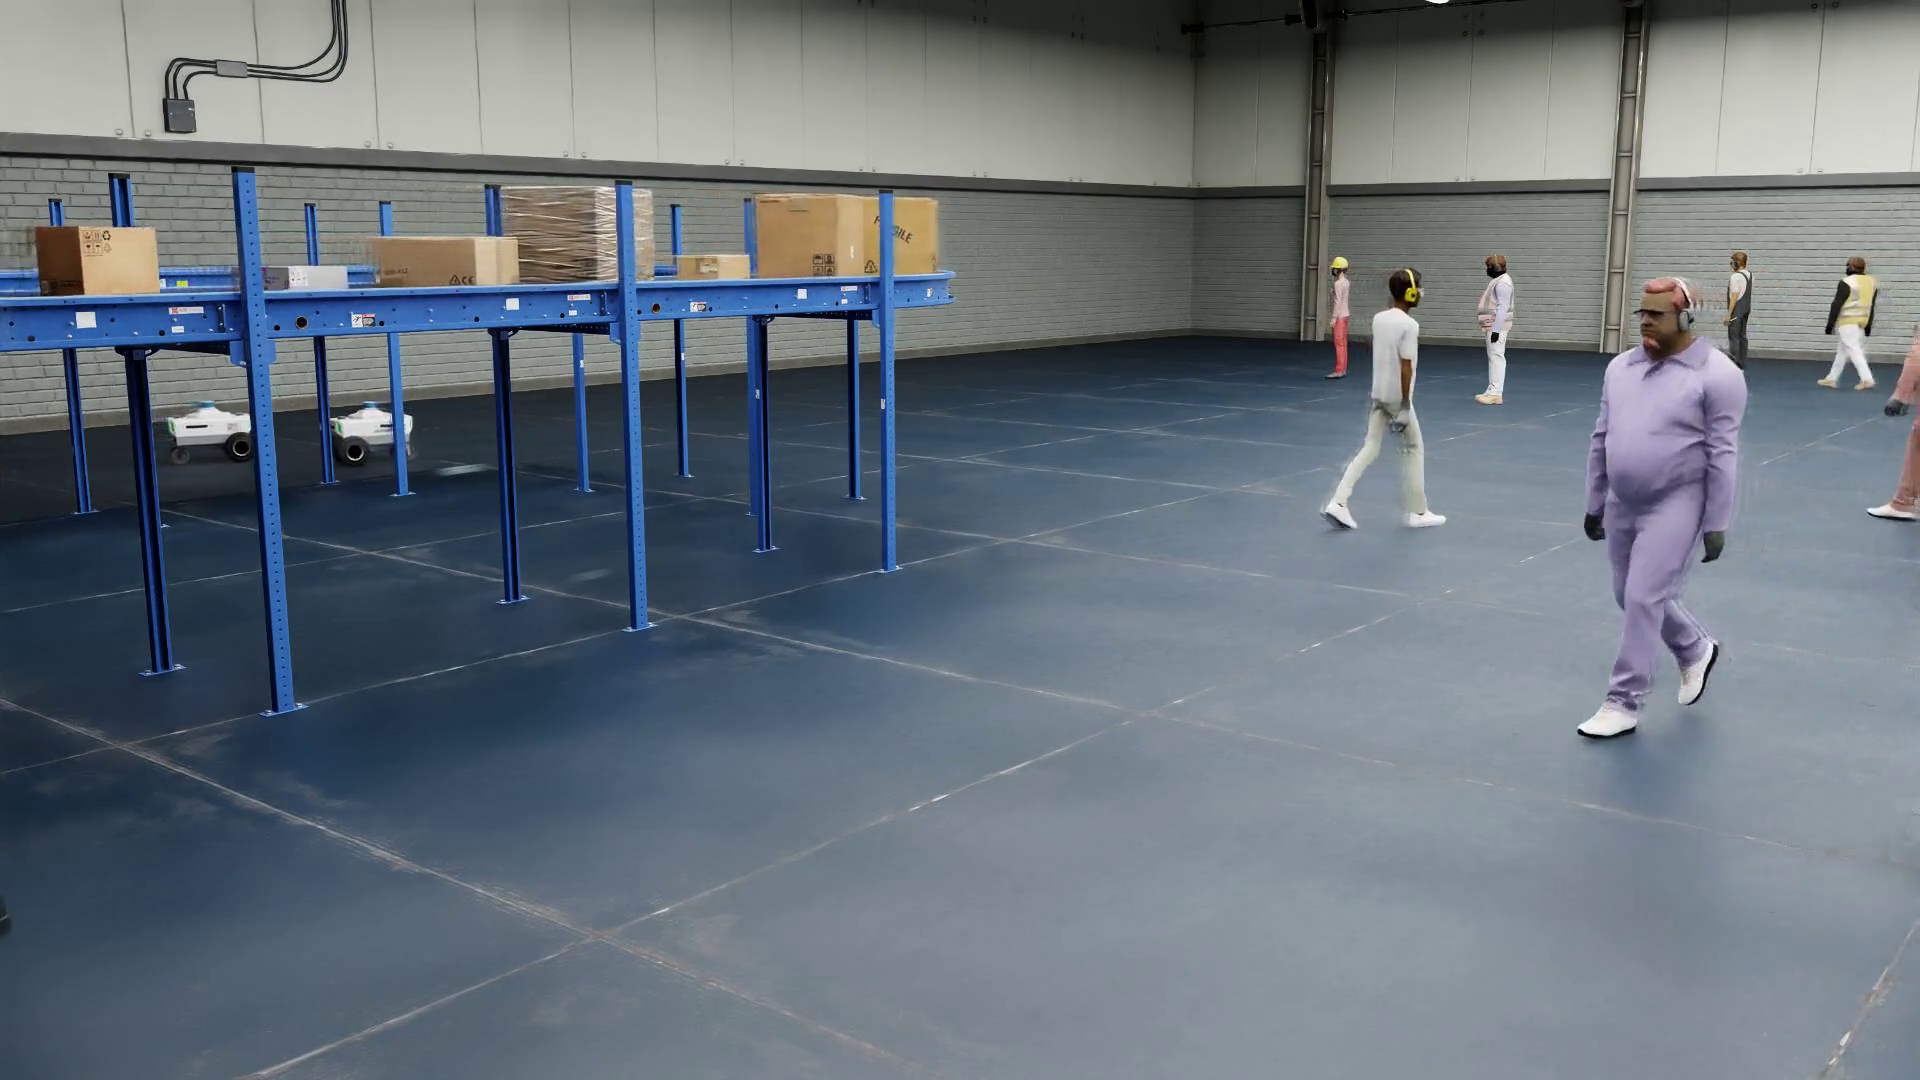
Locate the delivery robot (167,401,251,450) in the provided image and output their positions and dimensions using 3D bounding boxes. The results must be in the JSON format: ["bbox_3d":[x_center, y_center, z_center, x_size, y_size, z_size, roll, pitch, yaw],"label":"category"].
[{"bbox_3d":[-6.912,-1.038,15.325,0.707,0.478,0.477,-5,12,-28],"label":"delivery robot"}]

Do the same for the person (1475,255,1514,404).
[{"bbox_3d":[6.651,-2.623,20.705,0.429,1.838,0.621,2,10,12],"label":"person"}]

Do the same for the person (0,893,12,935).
[{"bbox_3d":[-3.015,0.210,4.722,0.373,1.935,0.551,-10,14,-44],"label":"person"}]

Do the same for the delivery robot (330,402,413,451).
[{"bbox_3d":[-5.411,-1.028,15.271,0.707,0.478,0.477,-8,13,-37],"label":"delivery robot"}]

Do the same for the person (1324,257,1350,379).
[{"bbox_3d":[5.559,-3.265,24.443,0.304,1.772,0.525,5,11,26],"label":"person"}]

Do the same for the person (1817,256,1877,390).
[{"bbox_3d":[12.150,-2.951,22.628,0.635,1.801,0.949,-5,11,-24],"label":"person"}]

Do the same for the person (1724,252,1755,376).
[{"bbox_3d":[11.567,-3.357,24.757,0.505,1.840,0.346,-7,13,-35],"label":"person"}]

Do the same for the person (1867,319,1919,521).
[{"bbox_3d":[6.952,-1.013,11.701,0.637,1.871,0.930,-8,13,-37],"label":"person"}]

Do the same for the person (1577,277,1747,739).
[{"bbox_3d":[2.917,-0.151,6.904,0.855,1.875,0.648,-5,11,-26],"label":"person"}]

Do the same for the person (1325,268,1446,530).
[{"bbox_3d":[2.991,-0.987,11.669,0.937,1.829,0.523,-5,11,-25],"label":"person"}]
